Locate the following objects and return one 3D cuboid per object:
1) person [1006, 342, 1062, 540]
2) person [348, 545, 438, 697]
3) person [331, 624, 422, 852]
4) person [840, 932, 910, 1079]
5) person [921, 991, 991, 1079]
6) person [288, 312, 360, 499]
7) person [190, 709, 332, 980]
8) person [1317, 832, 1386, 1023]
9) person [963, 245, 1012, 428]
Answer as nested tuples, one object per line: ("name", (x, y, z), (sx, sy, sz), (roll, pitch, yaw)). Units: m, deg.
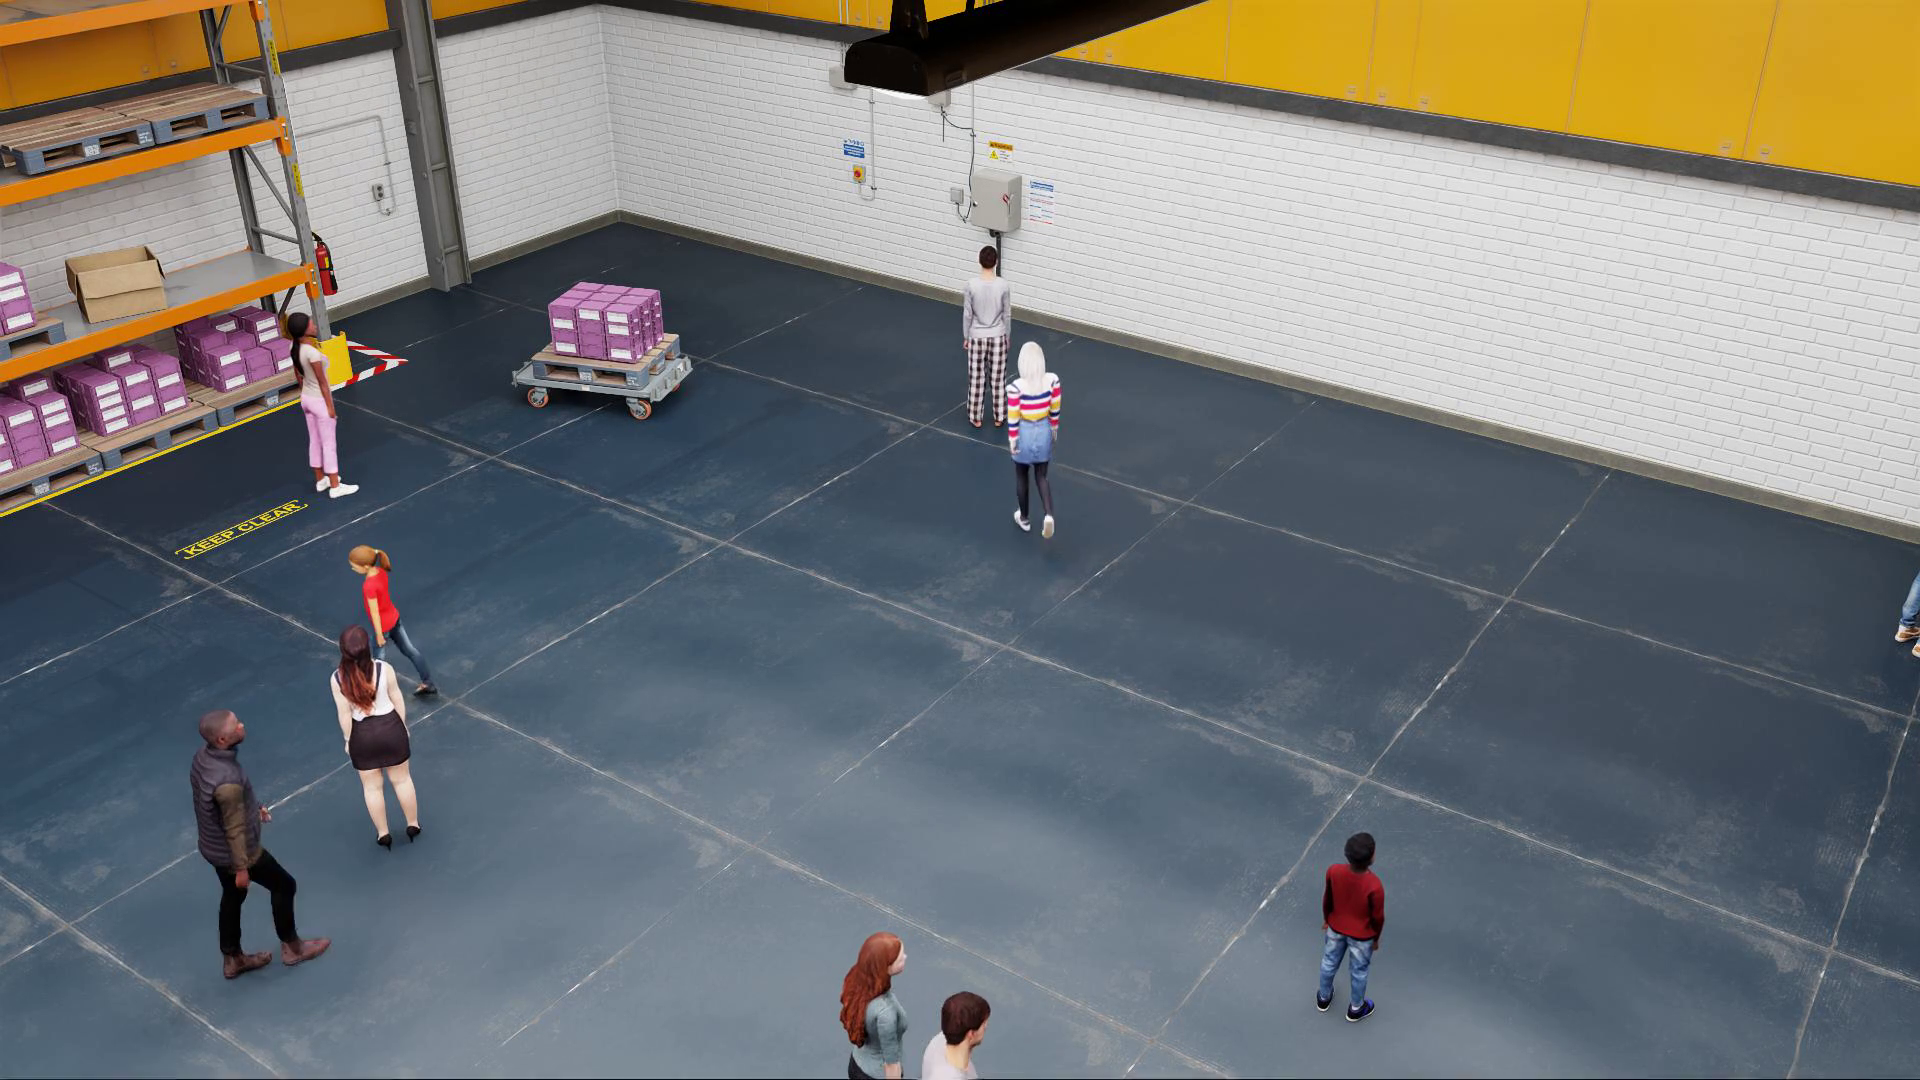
("person", (0.653, -0.824, 14.250), (0.999, 1.792, 1.032), (-8, 30, -14))
("person", (-4.128, 0.616, 12.148), (0.835, 1.277, 0.893), (3, 29, 6))
("person", (-3.716, 1.257, 10.585), (0.594, 1.649, 0.695), (-13, 31, -22))
("person", (-0.398, 2.589, 8.045), (0.668, 1.742, 0.648), (-12, 31, -21))
("person", (-0.133, 2.832, 7.542), (1.144, 1.797, 1.111), (0, 29, 0))
("person", (-5.819, -1.233, 15.052), (0.591, 1.742, 0.538), (22, 36, 34))
("person", (-4.210, 1.778, 9.458), (0.922, 1.811, 0.852), (-23, 36, -36))
("person", (2.195, 2.165, 9.329), (0.495, 1.256, 0.470), (18, 33, 30))
("person", (0.272, -1.987, 16.324), (0.701, 1.848, 0.731), (-1, 29, -2))
